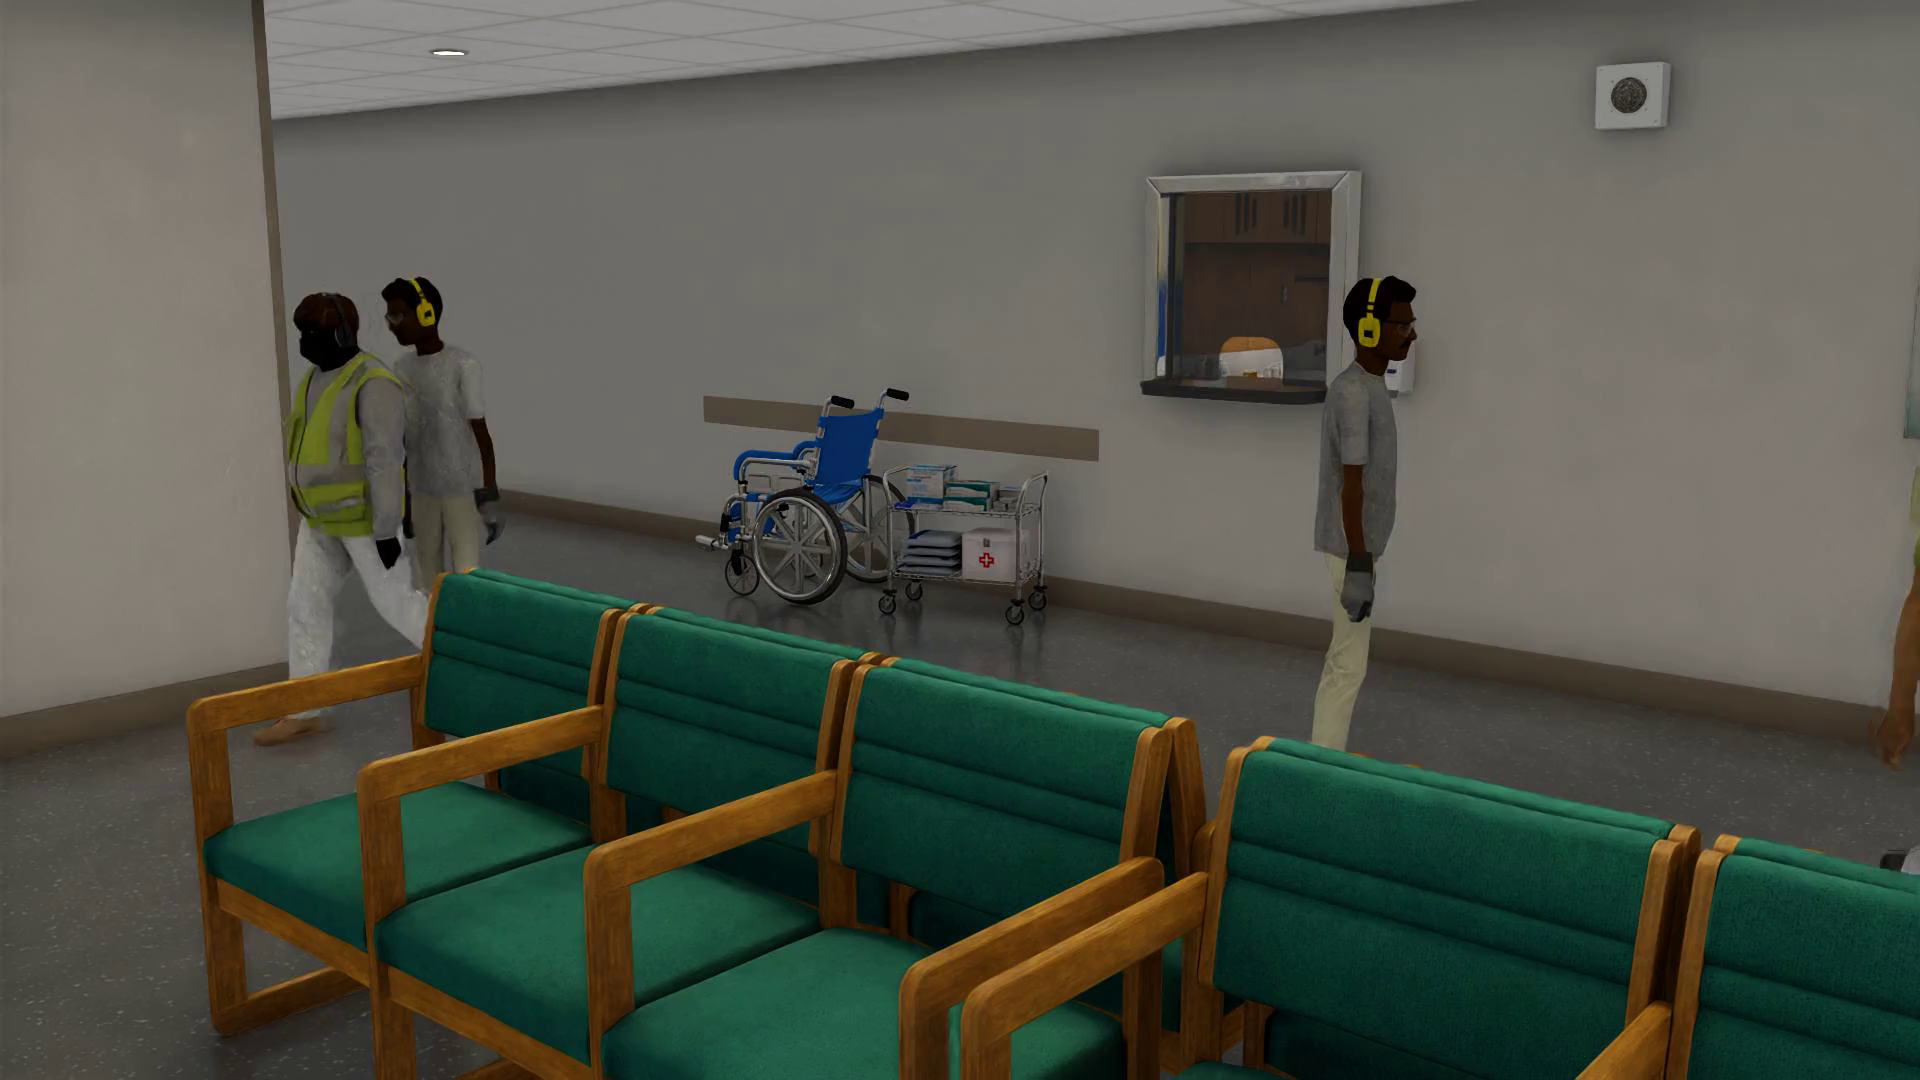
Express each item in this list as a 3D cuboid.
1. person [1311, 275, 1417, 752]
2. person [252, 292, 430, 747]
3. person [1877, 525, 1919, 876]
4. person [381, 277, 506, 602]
[{"bbox_3d":[1.345,0.056,5.587,0.309,1.868,0.535,3,10,14],"label":"person"},{"bbox_3d":[-2.397,-0.106,6.736,0.630,1.801,0.932,8,13,39],"label":"person"},{"bbox_3d":[2.537,0.350,4.103,0.598,1.808,0.793,-1,10,-5],"label":"person"},{"bbox_3d":[-2.139,-0.189,7.062,0.622,1.838,0.486,3,10,14],"label":"person"}]
